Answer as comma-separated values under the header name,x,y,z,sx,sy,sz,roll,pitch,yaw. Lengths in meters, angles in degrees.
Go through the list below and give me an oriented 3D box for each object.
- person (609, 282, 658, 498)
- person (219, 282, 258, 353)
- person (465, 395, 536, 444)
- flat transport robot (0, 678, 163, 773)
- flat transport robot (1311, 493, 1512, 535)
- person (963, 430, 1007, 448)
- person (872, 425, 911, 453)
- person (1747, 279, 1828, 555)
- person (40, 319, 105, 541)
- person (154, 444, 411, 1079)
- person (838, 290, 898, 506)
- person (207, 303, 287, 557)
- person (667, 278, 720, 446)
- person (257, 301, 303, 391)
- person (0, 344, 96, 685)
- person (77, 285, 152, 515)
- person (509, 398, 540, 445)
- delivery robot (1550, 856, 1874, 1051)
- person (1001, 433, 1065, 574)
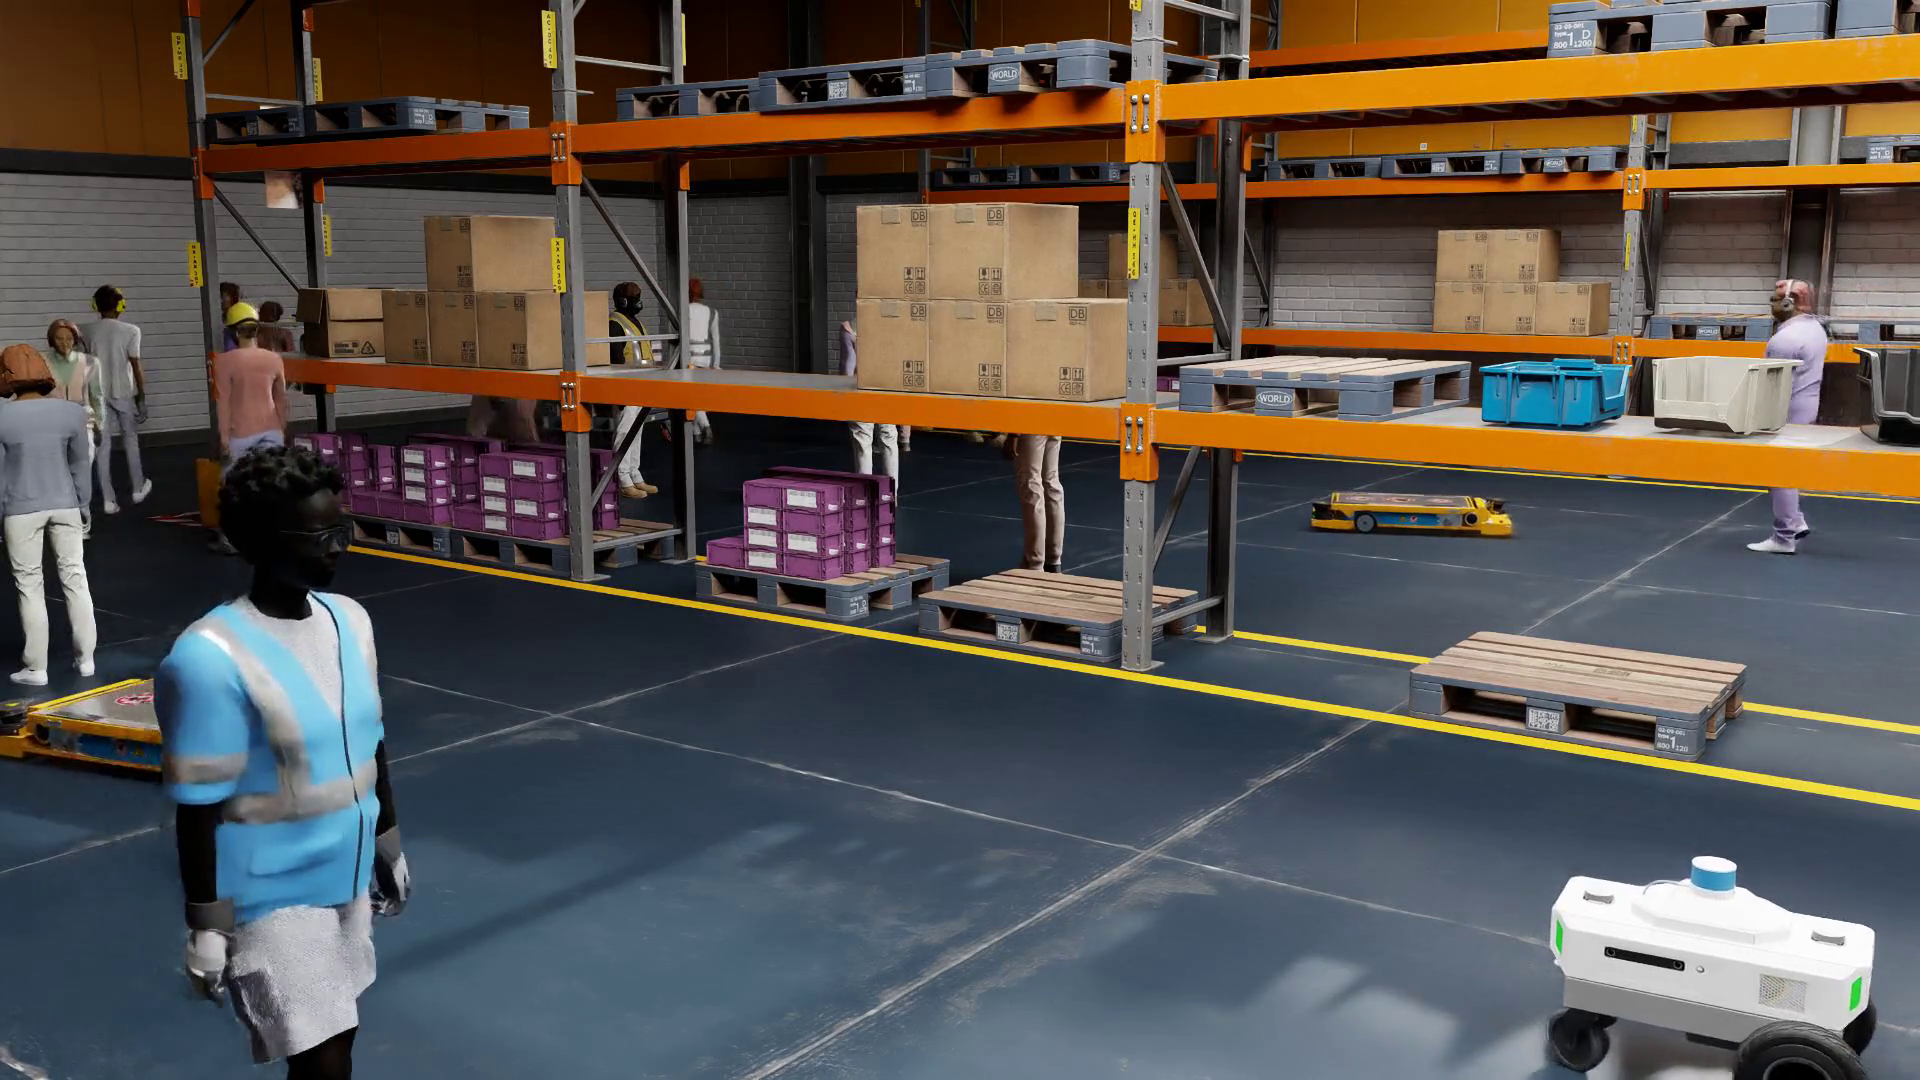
name,x,y,z,sx,sy,sz,roll,pitch,yaw
person,-2.825,-1.285,14.285,0.429,1.844,0.627,1,10,7
person,-6.751,-1.505,15.630,0.579,1.830,0.613,6,11,33
person,-4.122,-1.374,14.784,0.991,1.858,0.670,0,10,1
flat transport robot,-3.178,0.761,6.769,1.431,0.197,0.652,4,10,22
flat transport robot,3.391,-0.210,12.549,1.431,0.197,0.652,2,10,13
person,0.292,-2.052,18.258,0.688,2.000,1.015,-9,13,-43
person,-0.735,-1.904,17.537,0.388,1.987,0.608,8,12,38
person,5.666,-0.840,11.467,0.428,1.891,0.675,9,13,43
person,-6.521,-0.809,12.118,0.524,1.616,0.527,-6,11,-33
person,-1.245,0.657,3.159,0.361,1.684,0.552,2,10,13
person,-0.737,-1.170,13.602,0.634,1.841,0.429,-7,12,-34
person,-4.823,-0.722,11.251,0.819,1.733,0.548,7,12,36
person,-2.891,-1.952,18.290,0.568,1.853,0.929,-7,12,-35
person,-6.981,-1.626,17.010,0.520,1.613,0.703,3,10,19
person,-4.410,-0.120,7.969,0.289,1.632,0.497,8,12,38
person,-6.873,-1.150,13.519,0.554,1.818,0.971,-2,10,-12
person,-3.996,-1.507,15.525,0.951,1.860,0.679,7,12,36
delivery robot,1.833,1.023,4.087,0.707,0.478,0.477,5,11,30
person,0.455,-0.708,10.390,0.378,1.996,0.611,6,11,31
